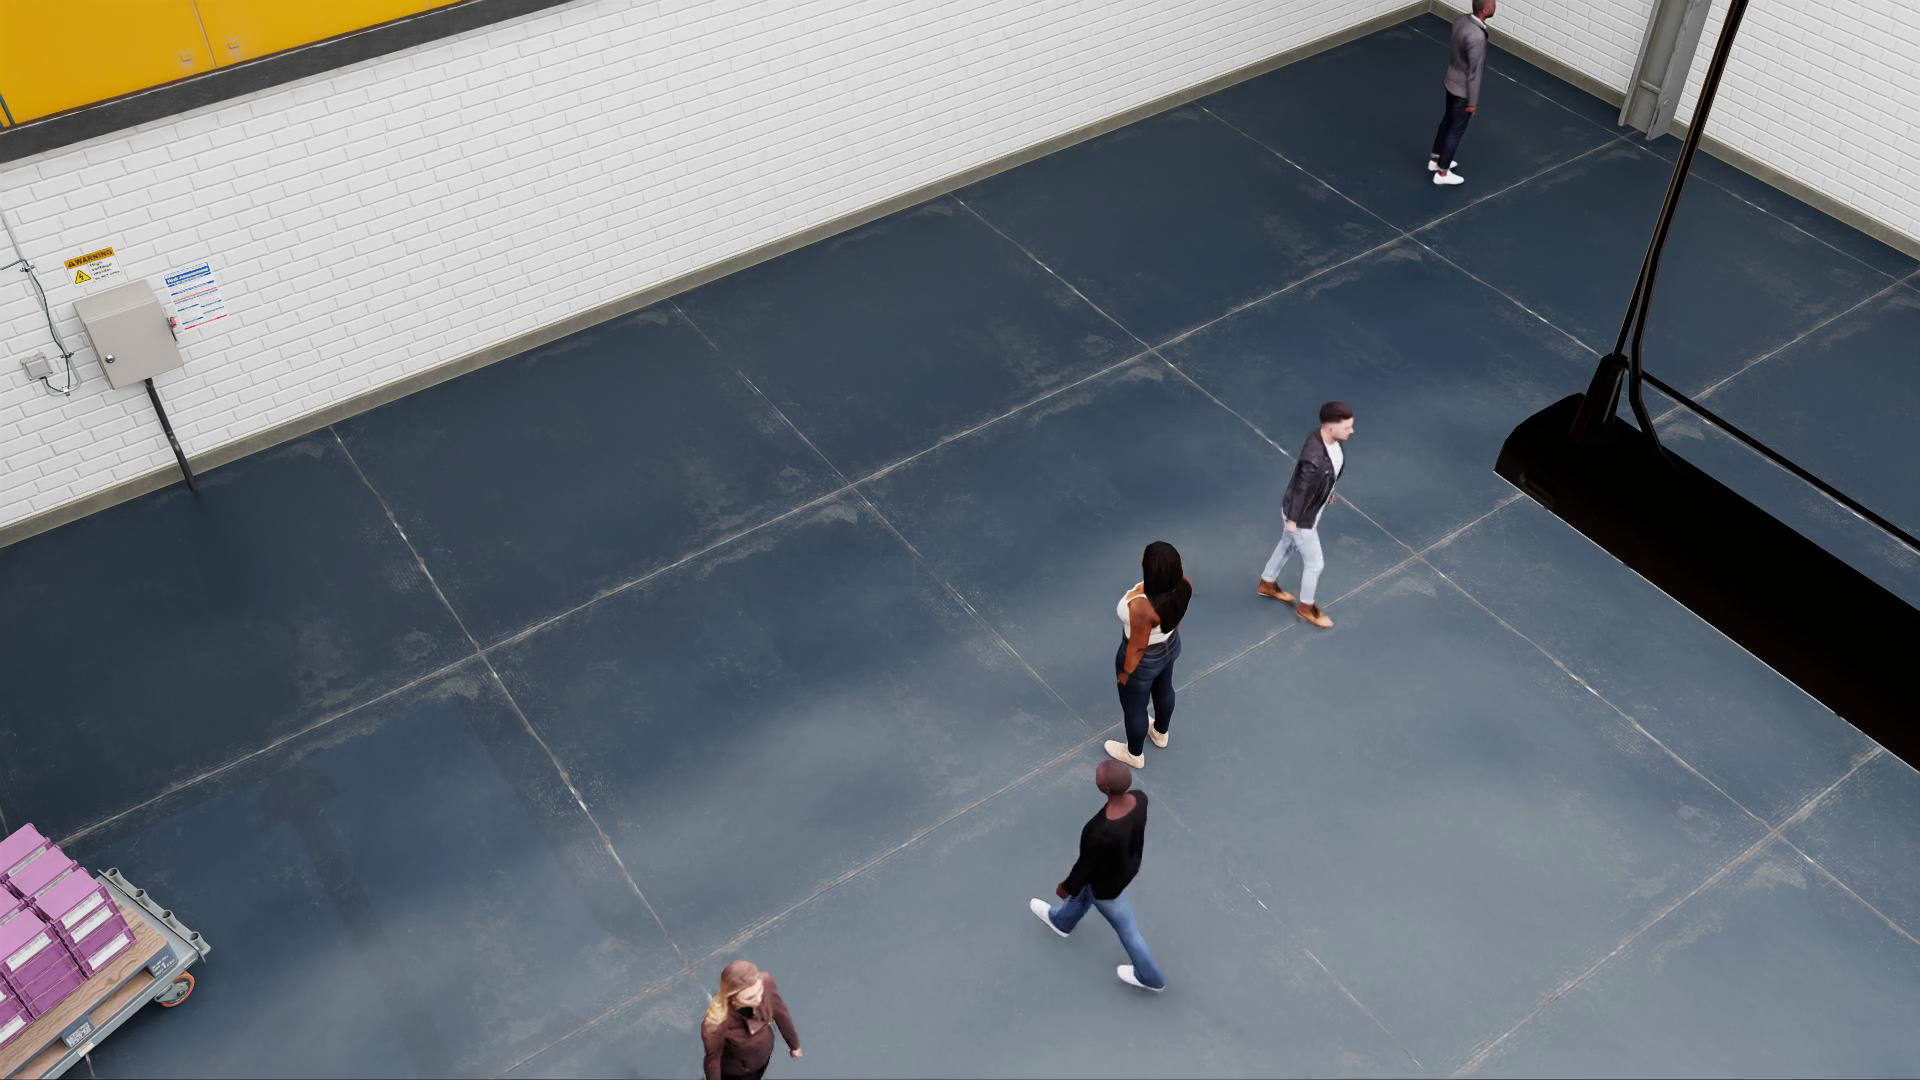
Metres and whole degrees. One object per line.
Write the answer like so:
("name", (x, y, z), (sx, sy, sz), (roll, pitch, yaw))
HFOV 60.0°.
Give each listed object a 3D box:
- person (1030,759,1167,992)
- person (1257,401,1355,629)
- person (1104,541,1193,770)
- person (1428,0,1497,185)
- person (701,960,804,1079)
("person", (0.885, 1.863, 8.985), (1.222, 1.708, 0.903), (25, 49, 24))
("person", (2.213, -0.225, 11.099), (0.965, 1.814, 0.879), (16, 46, 16))
("person", (1.168, 0.695, 10.137), (0.681, 1.809, 0.649), (-34, 53, -30))
("person", (4.570, -4.136, 15.205), (0.862, 1.813, 0.738), (-1, 44, -1))
("person", (-1.124, 2.541, 8.290), (0.924, 1.684, 0.788), (27, 50, 25))
